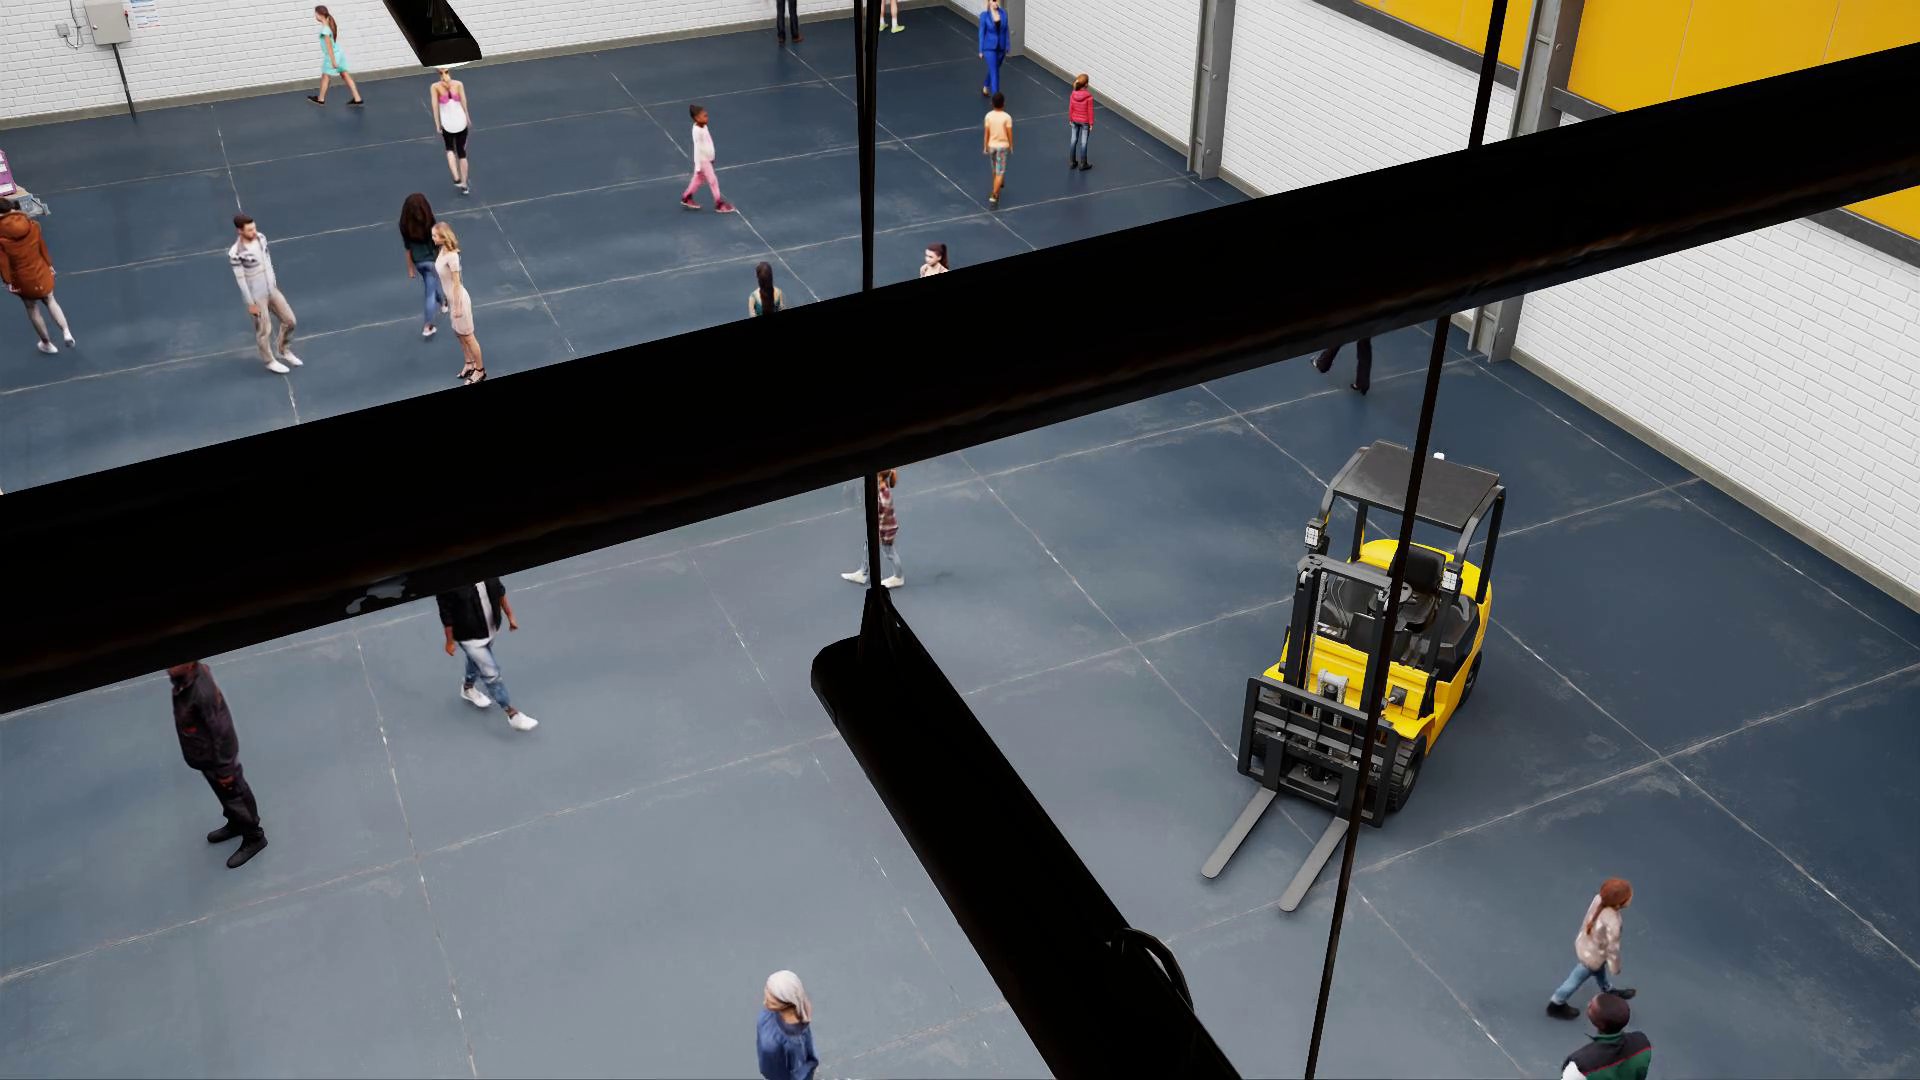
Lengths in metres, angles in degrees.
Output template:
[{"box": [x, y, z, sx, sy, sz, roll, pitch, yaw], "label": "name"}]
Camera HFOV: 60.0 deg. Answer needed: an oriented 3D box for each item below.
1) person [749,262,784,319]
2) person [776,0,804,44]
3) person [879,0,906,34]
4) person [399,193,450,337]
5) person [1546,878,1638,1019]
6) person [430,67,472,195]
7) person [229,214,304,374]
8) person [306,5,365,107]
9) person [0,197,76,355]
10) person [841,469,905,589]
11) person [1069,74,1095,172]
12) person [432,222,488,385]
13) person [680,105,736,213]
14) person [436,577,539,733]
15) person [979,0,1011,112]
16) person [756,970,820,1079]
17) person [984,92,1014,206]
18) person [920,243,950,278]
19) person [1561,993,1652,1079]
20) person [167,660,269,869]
[{"box": [-1.941, -2.018, 16.966, 0.600, 1.673, 0.600, -19, 38, -26], "label": "person"}, {"box": [-2.908, -9.195, 27.650, 0.773, 1.798, 0.783, 6, 34, 8], "label": "person"}, {"box": [-1.218, -9.554, 28.157, 0.675, 1.836, 0.776, 18, 38, 25], "label": "person"}, {"box": [-5.984, -3.045, 18.605, 0.945, 1.569, 1.175, 2, 34, 3], "label": "person"}, {"box": [3.950, 2.588, 10.495, 0.786, 1.166, 0.818, 1, 34, 2], "label": "person"}, {"box": [-6.691, -5.449, 22.041, 0.638, 1.768, 0.647, -12, 35, -17], "label": "person"}, {"box": [-7.538, -2.648, 17.767, 0.868, 1.836, 0.815, 11, 35, 17], "label": "person"}, {"box": [-9.314, -7.222, 24.940, 0.928, 1.512, 1.044, 2, 34, 2], "label": "person"}, {"box": [-10.056, -2.844, 18.069, 0.965, 1.827, 0.894, 23, 40, 30], "label": "person"}, {"box": [-0.606, -0.129, 14.473, 0.724, 1.288, 0.774, -6, 34, -8], "label": "person"}, {"box": [1.662, -5.765, 22.926, 0.569, 1.316, 0.655, 18, 38, 25], "label": "person"}, {"box": [-5.279, -2.505, 17.559, 0.633, 1.828, 0.457, -16, 37, -22], "label": "person"}, {"box": [-3.402, -4.945, 21.602, 0.924, 1.415, 0.988, 3, 34, 5], "label": "person"}, {"box": [-3.809, 0.637, 12.885, 1.260, 1.768, 1.111, 18, 38, 25], "label": "person"}, {"box": [0.476, -7.381, 25.041, 0.631, 1.666, 1.096, -15, 37, -22], "label": "person"}, {"box": [-0.860, 2.989, 9.434, 0.835, 1.671, 1.058, -6, 34, -9], "label": "person"}, {"box": [0.493, -5.127, 21.854, 0.943, 1.440, 1.019, 10, 35, 15], "label": "person"}, {"box": [-0.252, -2.398, 17.597, 0.581, 1.607, 0.693, 26, 42, 34], "label": "person"}, {"box": [3.455, 3.237, 8.945, 0.736, 1.800, 1.157, -12, 36, -18], "label": "person"}, {"box": [-5.194, 1.447, 11.615, 0.816, 1.825, 0.634, -26, 41, -33], "label": "person"}]
